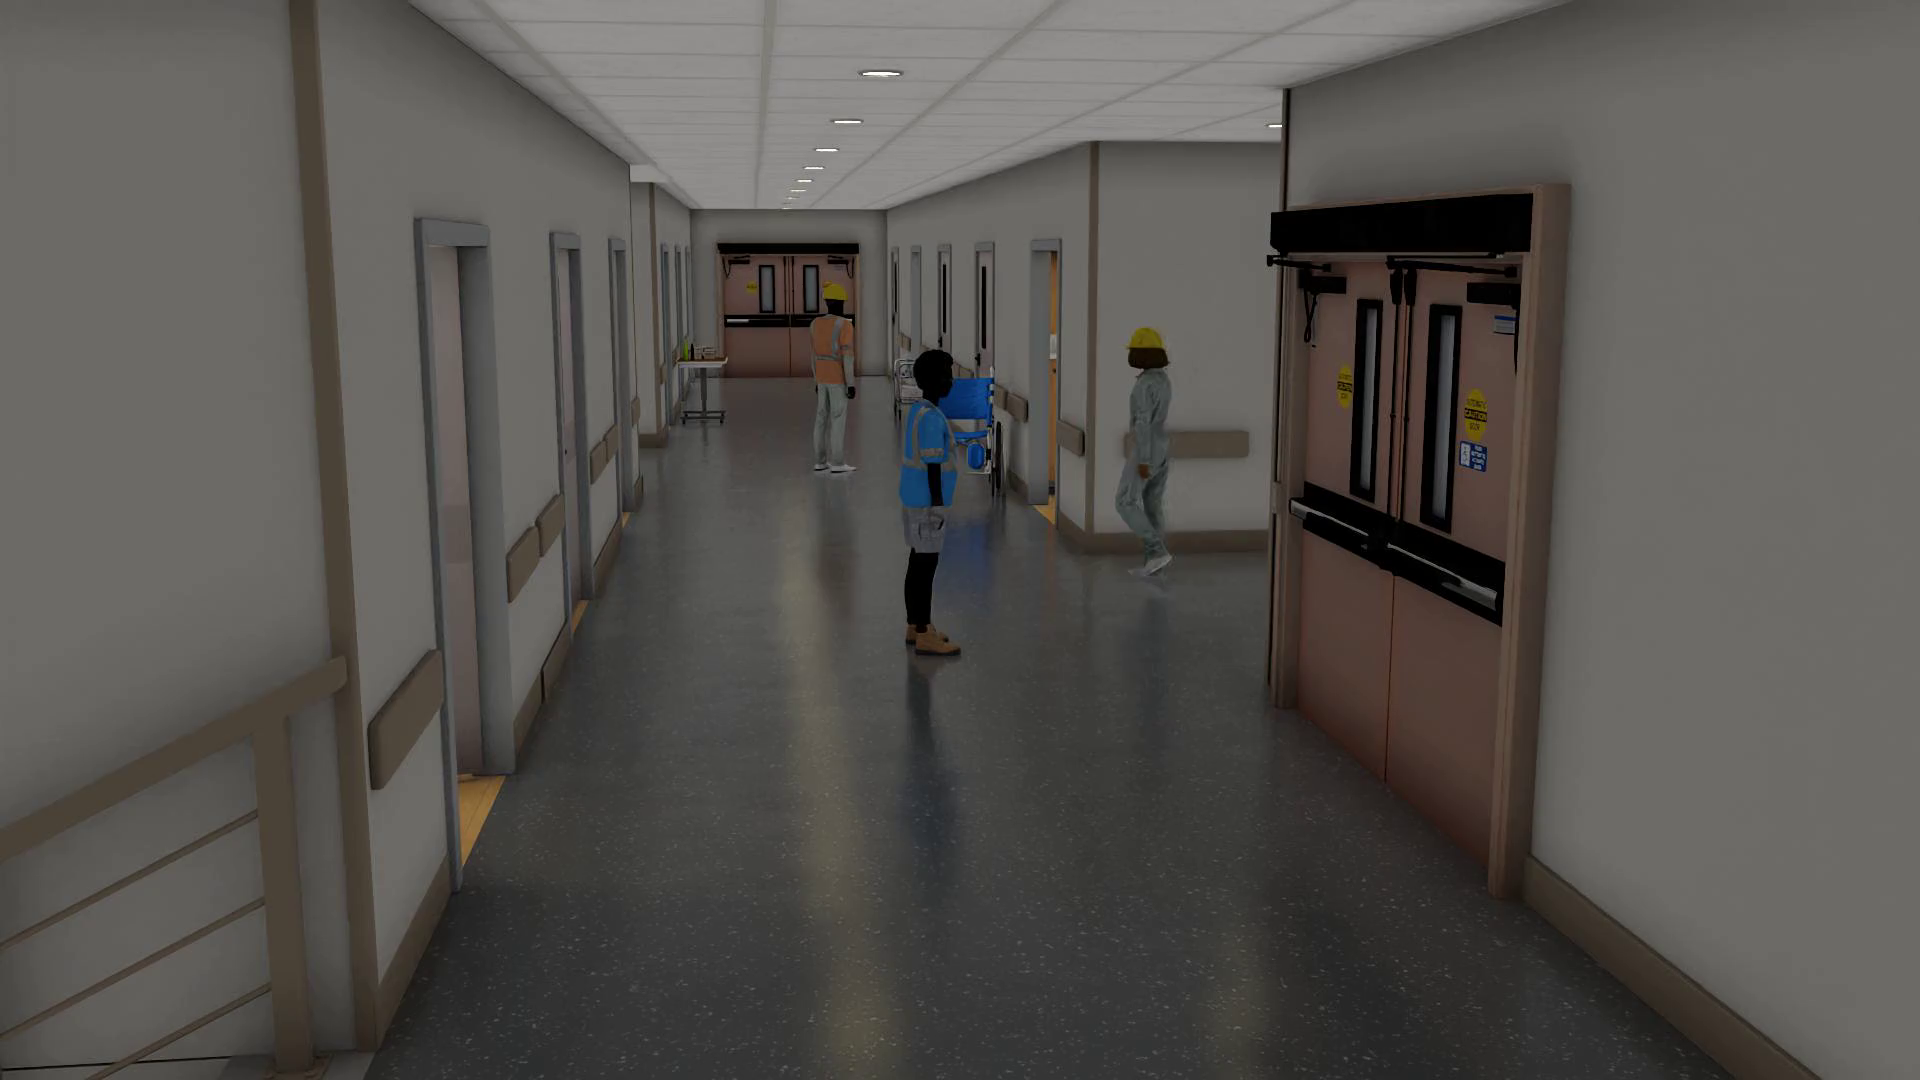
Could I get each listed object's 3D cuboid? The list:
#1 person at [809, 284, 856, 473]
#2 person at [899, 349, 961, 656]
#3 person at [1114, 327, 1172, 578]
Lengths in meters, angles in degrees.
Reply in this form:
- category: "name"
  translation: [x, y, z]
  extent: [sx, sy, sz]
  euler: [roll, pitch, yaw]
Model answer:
- category: "person"
  translation: [-1.286, -1.652, 17.014]
  extent: [0.587, 1.919, 0.399]
  euler: [9, 13, 42]
- category: "person"
  translation: [-0.173, -0.214, 9.272]
  extent: [0.322, 1.699, 0.536]
  euler: [-2, 10, -10]
- category: "person"
  translation: [1.259, -0.584, 11.347]
  extent: [0.350, 1.728, 0.488]
  euler: [6, 11, 31]
